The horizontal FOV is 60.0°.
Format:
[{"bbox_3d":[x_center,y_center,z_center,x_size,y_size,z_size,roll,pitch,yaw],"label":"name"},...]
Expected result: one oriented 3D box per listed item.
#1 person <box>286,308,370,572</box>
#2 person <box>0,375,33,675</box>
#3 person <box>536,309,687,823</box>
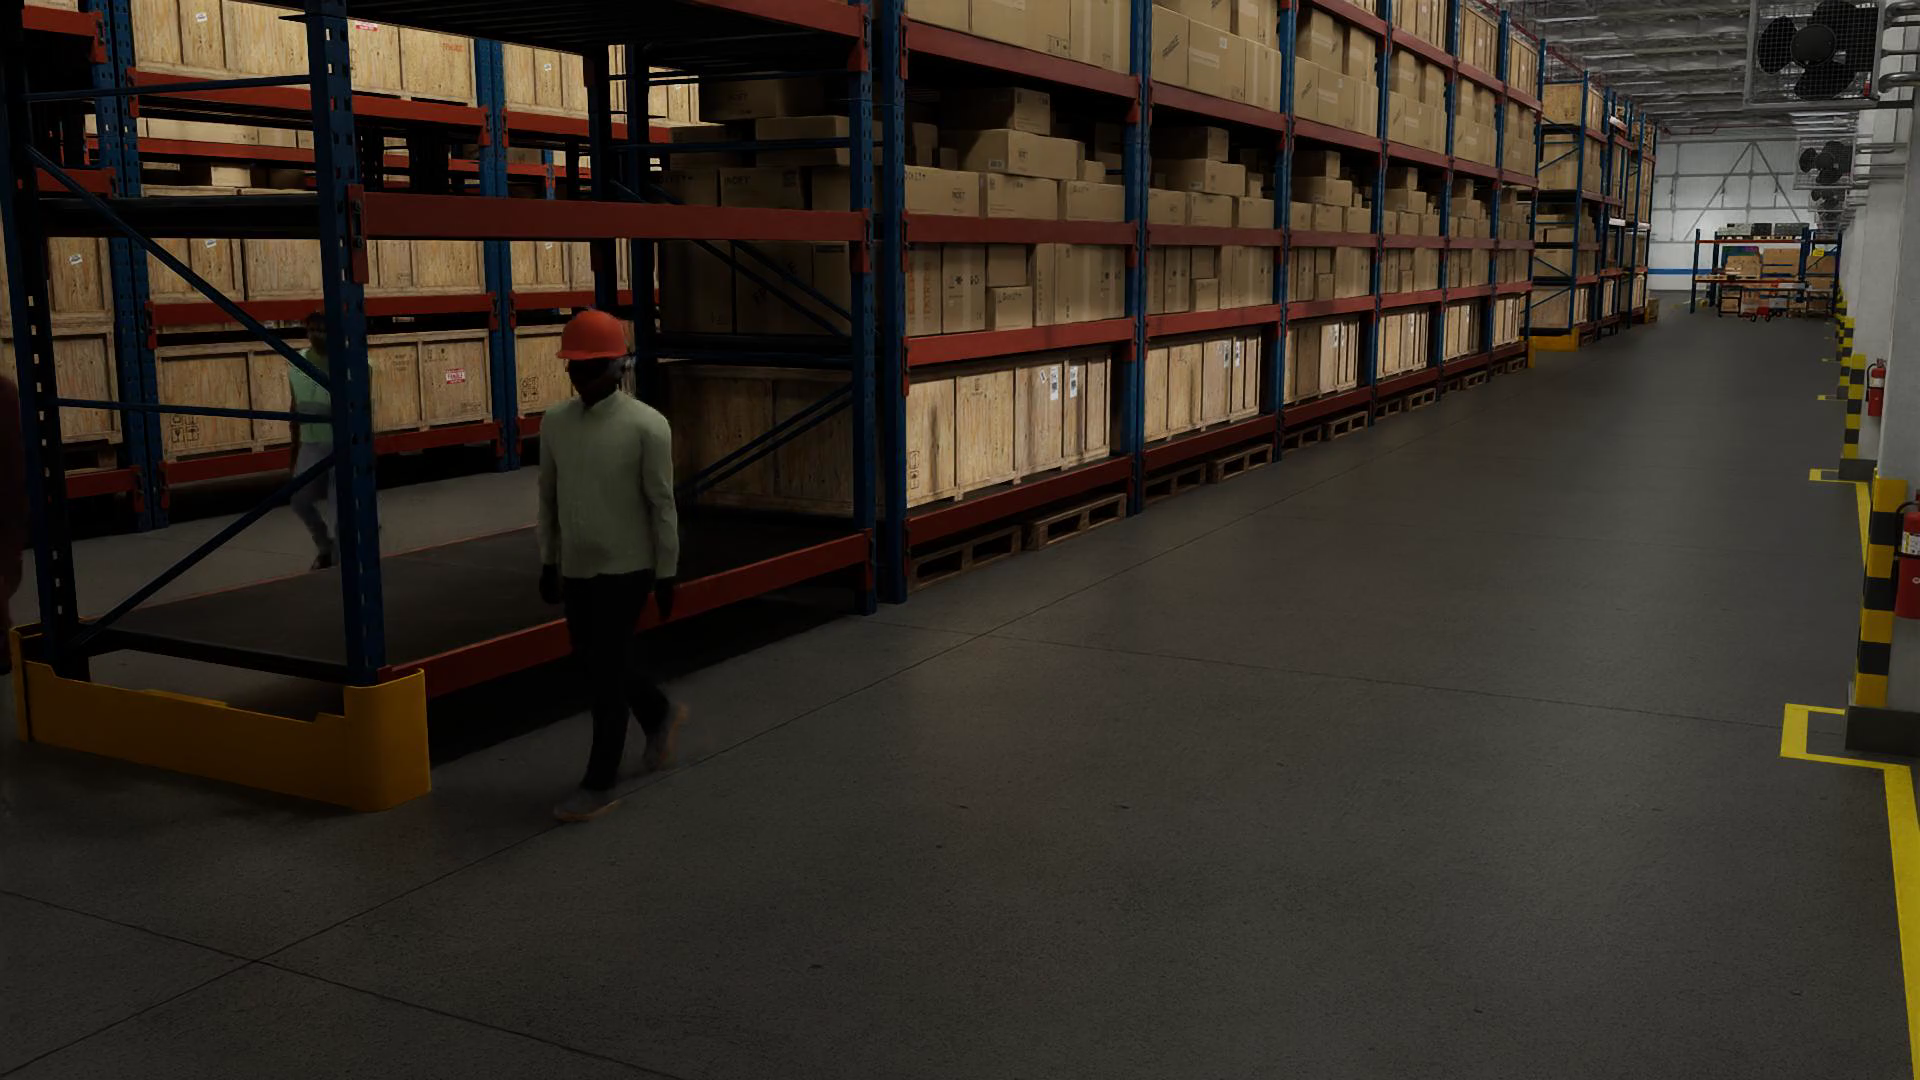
[{"bbox_3d":[-4.110,-0.596,10.837,0.599,1.822,0.446,2,10,9],"label":"person"},{"bbox_3d":[-4.957,-0.178,8.304,0.648,1.876,0.806,2,10,11],"label":"person"},{"bbox_3d":[-1.359,0.071,6.579,0.638,1.971,0.775,5,11,28],"label":"person"}]
